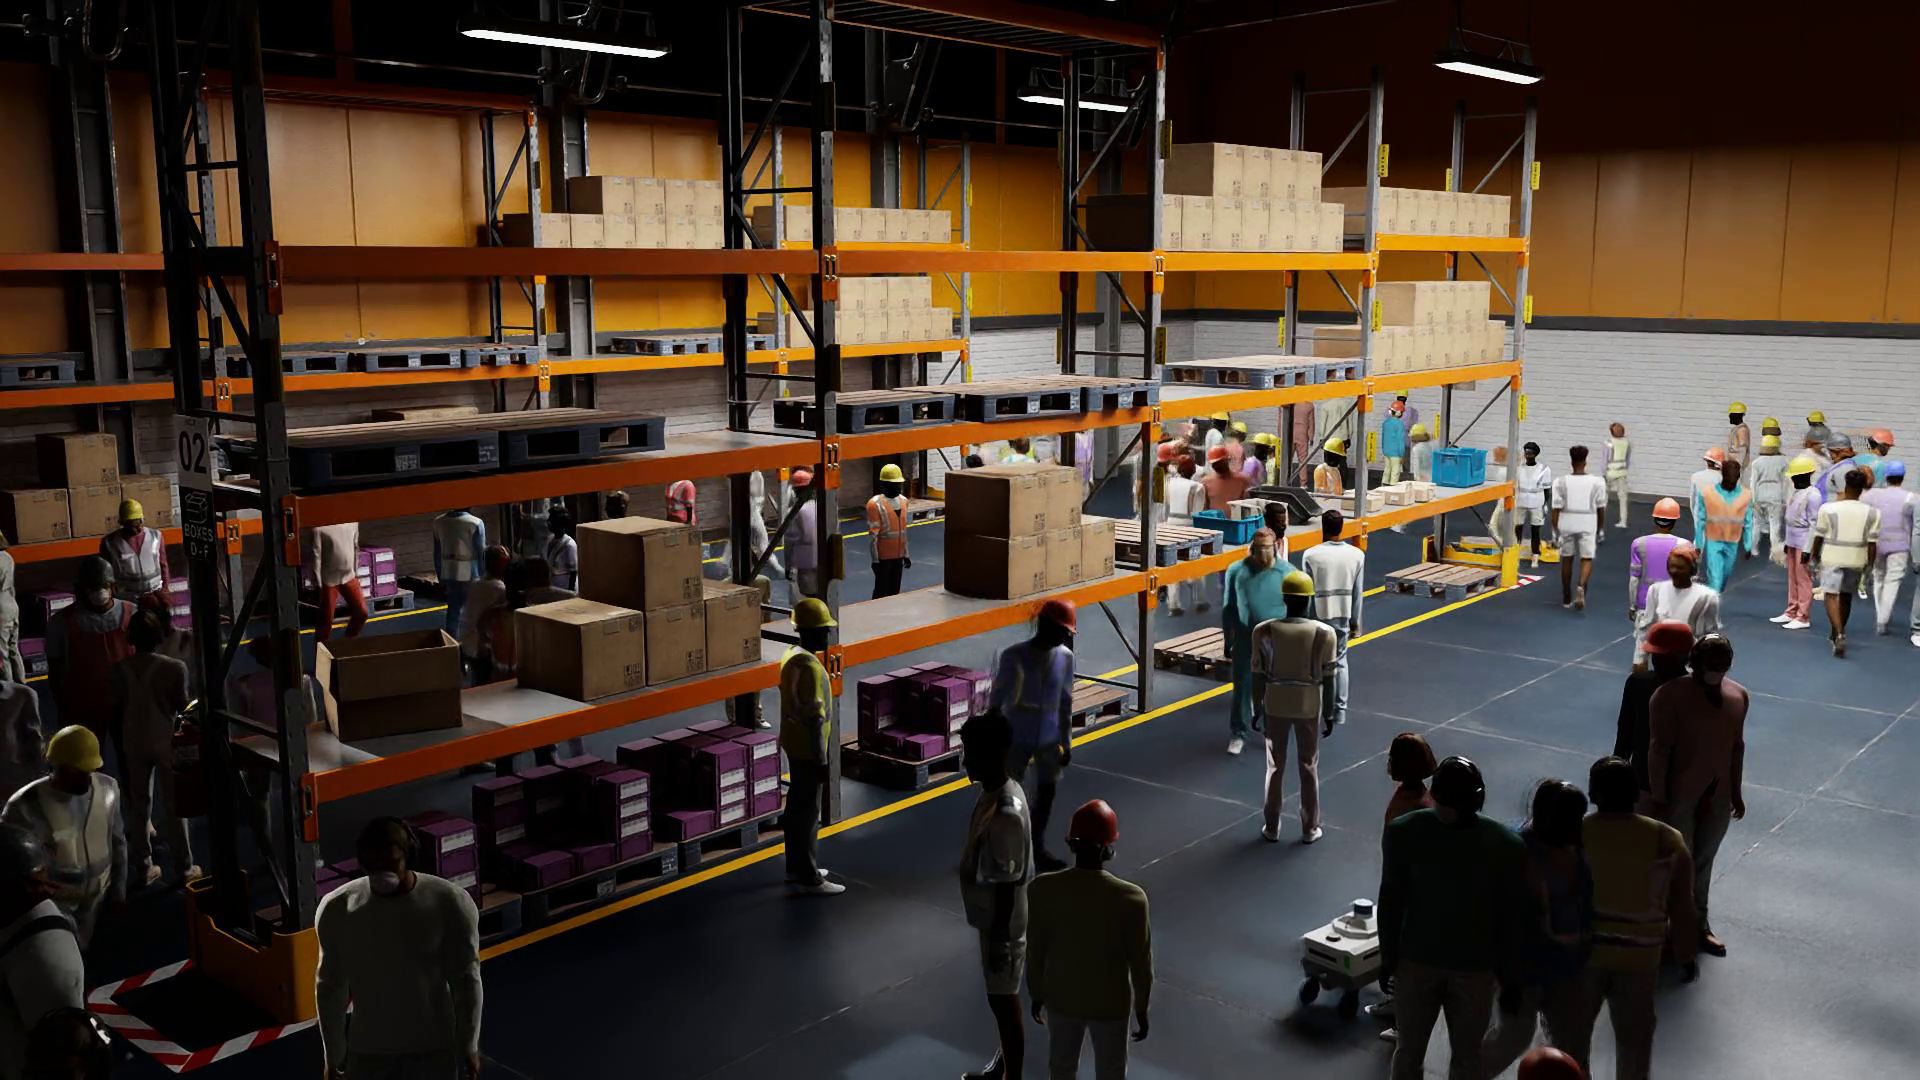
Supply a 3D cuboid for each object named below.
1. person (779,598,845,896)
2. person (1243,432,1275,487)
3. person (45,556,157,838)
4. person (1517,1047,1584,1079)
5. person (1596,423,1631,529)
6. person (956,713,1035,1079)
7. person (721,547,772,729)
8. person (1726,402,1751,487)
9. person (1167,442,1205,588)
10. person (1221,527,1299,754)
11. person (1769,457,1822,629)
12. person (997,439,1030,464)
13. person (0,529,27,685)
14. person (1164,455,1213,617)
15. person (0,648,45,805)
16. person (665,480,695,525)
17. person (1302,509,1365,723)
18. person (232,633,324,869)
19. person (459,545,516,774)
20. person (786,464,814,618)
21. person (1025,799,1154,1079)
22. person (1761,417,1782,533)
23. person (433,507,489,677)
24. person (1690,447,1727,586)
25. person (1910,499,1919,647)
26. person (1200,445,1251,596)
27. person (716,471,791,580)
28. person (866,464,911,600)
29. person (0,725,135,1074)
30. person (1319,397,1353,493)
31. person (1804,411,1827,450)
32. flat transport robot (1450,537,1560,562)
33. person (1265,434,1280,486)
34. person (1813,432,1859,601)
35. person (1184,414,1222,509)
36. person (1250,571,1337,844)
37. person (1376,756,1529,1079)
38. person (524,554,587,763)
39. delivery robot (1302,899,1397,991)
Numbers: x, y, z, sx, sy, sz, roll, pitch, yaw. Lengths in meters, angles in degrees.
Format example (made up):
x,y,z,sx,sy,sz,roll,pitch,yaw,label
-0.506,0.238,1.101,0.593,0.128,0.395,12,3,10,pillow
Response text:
x,y,z,sx,sy,sz,roll,pitch,yaw,label
-0.972,1.321,10.733,0.377,1.929,0.585,-4,10,-21,person
3.744,-0.430,21.304,0.517,1.889,0.645,4,10,21,person
-5.948,1.120,11.597,0.682,2.000,0.537,-6,11,-34,person
1.741,2.362,5.033,0.563,1.753,0.327,0,10,2,person
10.039,-1.000,25.572,0.544,1.587,0.858,-2,10,-12,person
0.169,1.776,7.933,0.373,1.957,0.606,0,10,-3,person
-1.844,0.852,14.408,0.498,1.634,0.281,-6,11,-33,person
11.917,-1.163,25.566,0.382,1.924,0.594,3,10,19,person
2.755,-0.301,20.702,0.561,1.836,0.394,0,10,-1,person
2.480,0.829,13.744,0.650,1.905,0.401,2,10,10,person
9.305,0.032,18.459,0.380,1.918,0.585,1,10,5,person
0.805,-0.858,24.475,0.577,1.677,0.468,7,12,34,person
-8.746,0.687,15.112,0.324,1.730,0.493,-1,10,-6,person
2.644,-0.065,19.231,0.580,1.853,0.813,7,12,36,person
-6.030,1.470,10.402,0.562,1.744,0.351,-5,11,-27,person
-3.463,-0.206,20.556,0.319,1.690,0.530,-9,13,-42,person
3.255,0.684,14.618,0.598,1.907,0.408,-3,10,-17,person
-4.529,1.427,11.023,0.561,1.616,0.435,-4,10,-23,person
-3.755,0.941,13.449,0.802,1.785,0.592,-7,12,-37,person
-1.784,0.020,18.639,0.348,1.882,0.576,-2,10,-12,person
0.570,1.987,7.277,0.572,1.751,0.329,3,10,18,person
12.148,-0.975,25.017,0.321,1.737,0.485,9,13,43,person
-4.876,0.392,16.311,0.600,1.917,0.377,4,10,21,person
9.439,-0.295,20.902,0.324,1.752,0.562,-5,11,-27,person
10.371,0.191,17.542,0.654,1.906,0.406,-1,10,-4,person
3.103,-0.136,19.361,0.653,1.952,0.505,1,10,7,person
-2.657,-0.412,21.223,1.024,1.896,0.652,-1,10,-6,person
-0.743,0.144,17.763,0.366,1.927,0.585,7,12,38,person
-4.479,1.798,8.350,0.893,1.768,0.657,6,11,30,person
6.590,-1.799,29.194,0.619,1.986,0.406,-1,10,-8,person
13.186,-1.115,25.758,0.326,1.769,0.524,6,11,33,person
7.480,0.120,22.844,1.431,0.197,0.652,3,10,19,flat transport robot
4.175,-0.554,22.441,0.338,1.759,0.524,1,10,6,person
10.497,-0.290,20.015,0.535,2.000,0.684,5,11,27,person
3.708,-1.182,25.398,0.616,2.028,0.409,4,10,24,person
2.324,1.171,11.643,0.590,1.923,0.383,2,10,13,person
2.158,1.883,7.361,0.627,1.936,0.376,3,10,17,person
-3.181,1.004,13.001,0.548,1.810,0.367,1,10,6,person
2.212,2.224,9.157,0.707,0.478,0.477,-8,12,-39,delivery robot
